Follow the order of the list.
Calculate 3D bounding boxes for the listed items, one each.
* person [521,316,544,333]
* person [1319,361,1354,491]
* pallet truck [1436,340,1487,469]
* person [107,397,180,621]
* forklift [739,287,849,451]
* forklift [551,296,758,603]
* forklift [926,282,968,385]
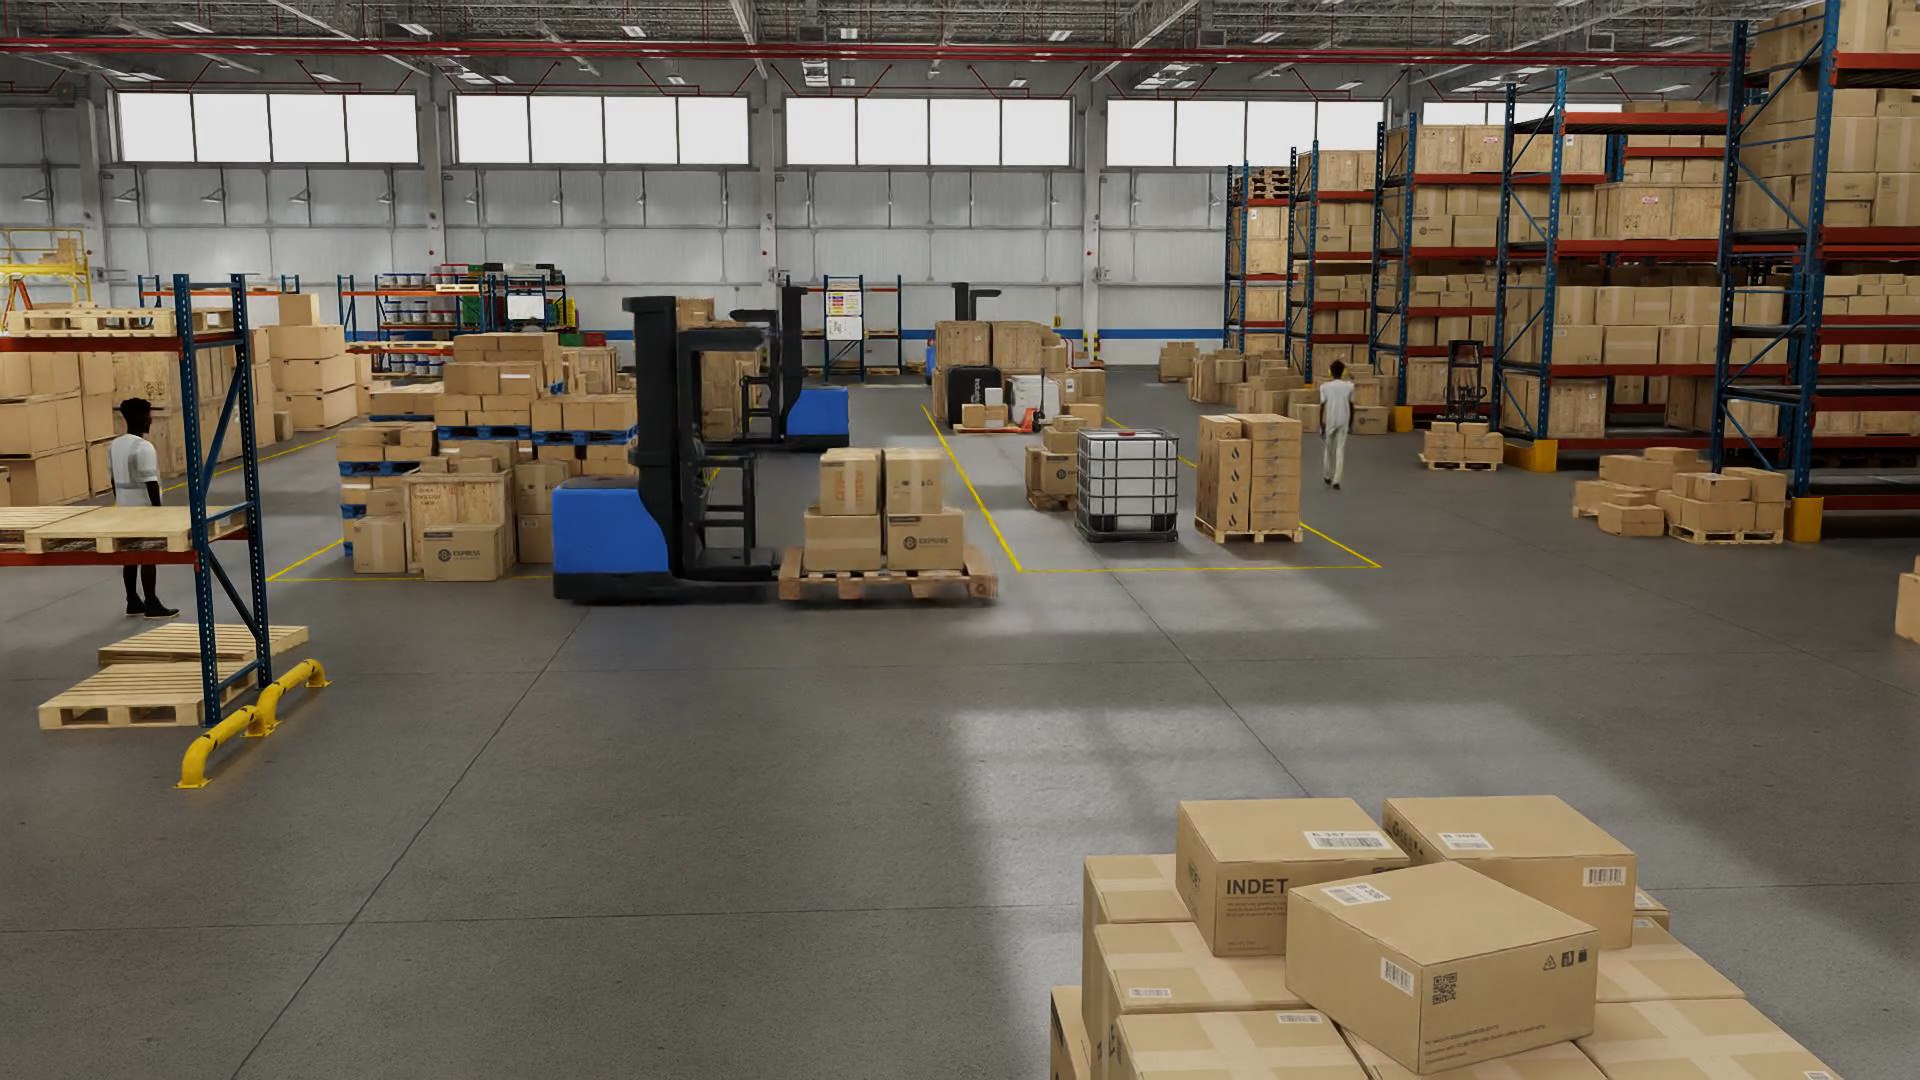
[{"bbox_3d":[-11.622,-5.136,45.250,0.663,1.922,0.479,-5,10,-29],"label":"person"},{"bbox_3d":[5.324,-1.623,23.560,0.502,1.816,0.996,2,9,10],"label":"person"},{"bbox_3d":[8.004,-2.170,26.422,0.823,1.965,1.885,2,9,14],"label":"pallet truck"},{"bbox_3d":[-7.193,-0.274,14.608,0.616,1.964,0.361,6,11,33],"label":"person"},{"bbox_3d":[-2.857,-2.959,28.607,1.873,2.768,1.129,-1,9,-4],"label":"forklift"},{"bbox_3d":[-2.830,-0.877,15.535,1.873,2.768,1.129,-1,9,-4],"label":"forklift"},{"bbox_3d":[0.025,-5.569,45.001,1.873,2.768,1.129,-1,9,-4],"label":"forklift"}]
